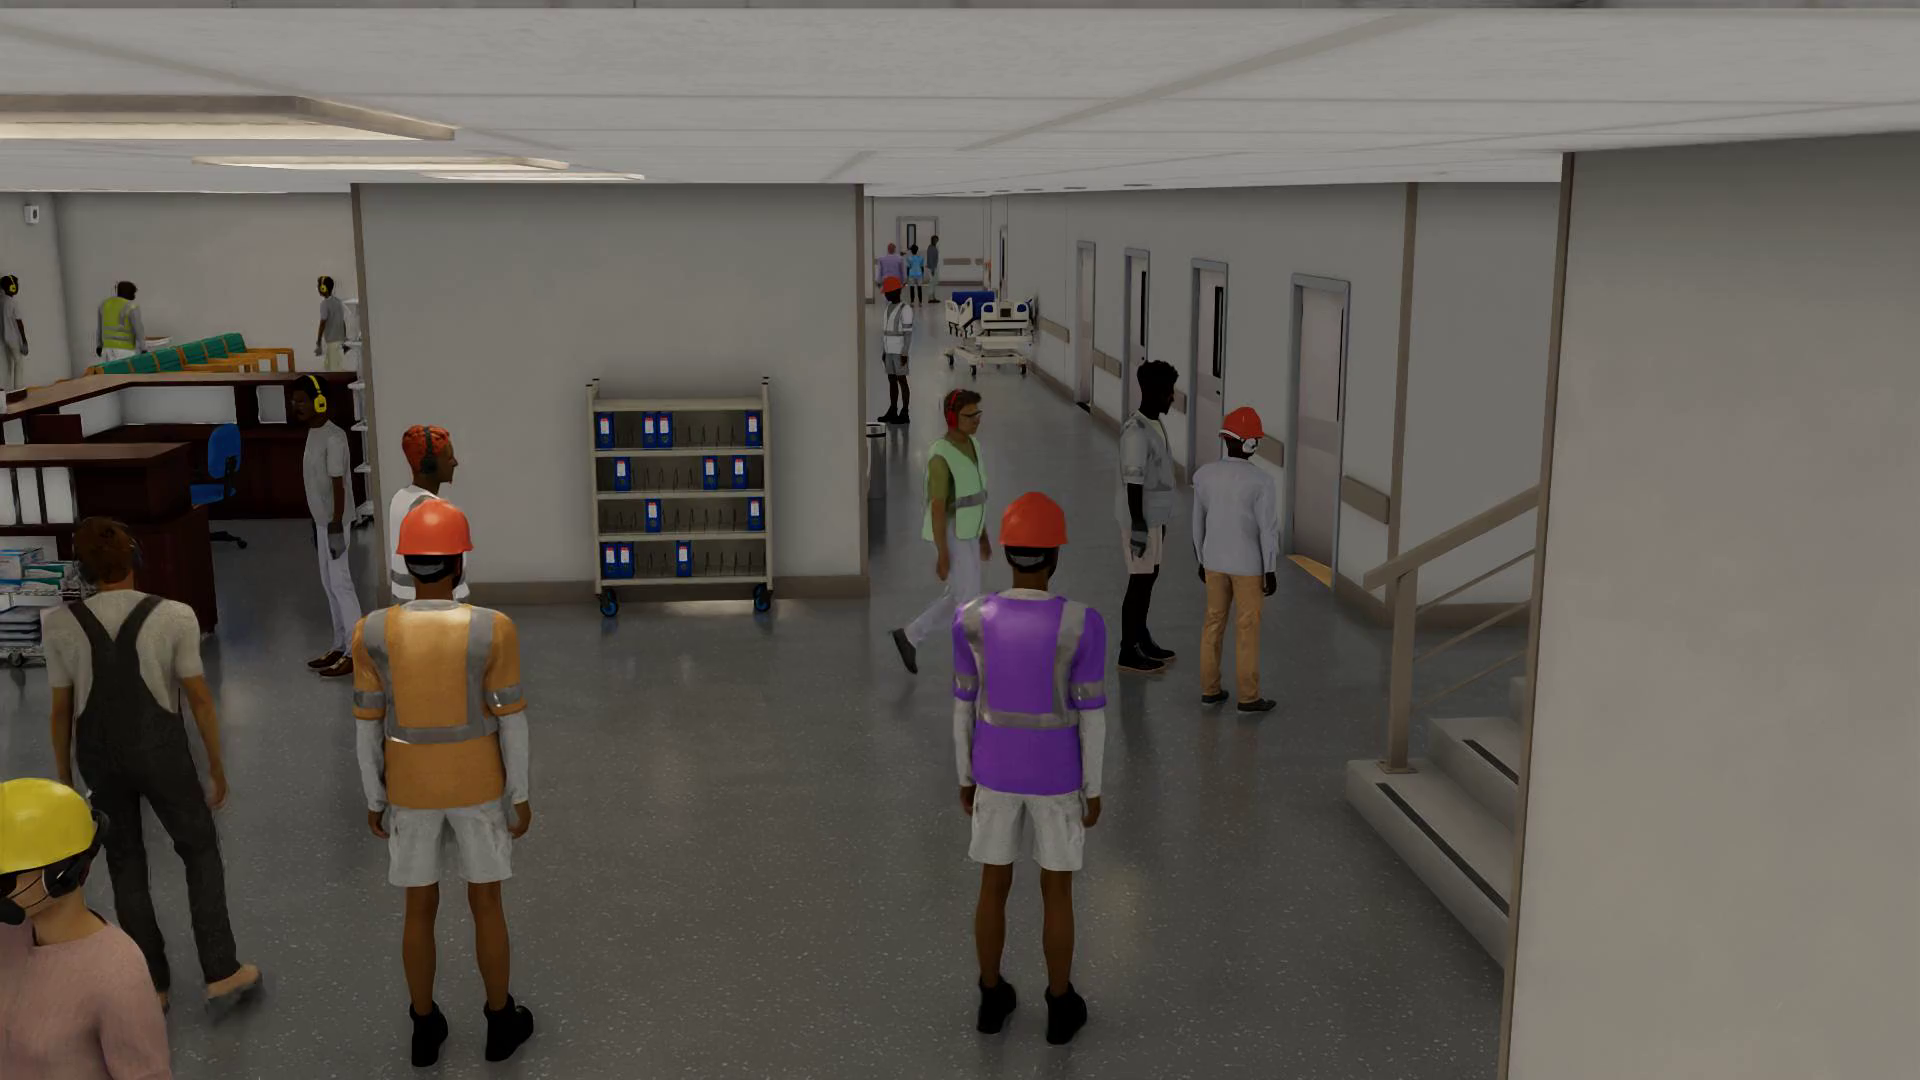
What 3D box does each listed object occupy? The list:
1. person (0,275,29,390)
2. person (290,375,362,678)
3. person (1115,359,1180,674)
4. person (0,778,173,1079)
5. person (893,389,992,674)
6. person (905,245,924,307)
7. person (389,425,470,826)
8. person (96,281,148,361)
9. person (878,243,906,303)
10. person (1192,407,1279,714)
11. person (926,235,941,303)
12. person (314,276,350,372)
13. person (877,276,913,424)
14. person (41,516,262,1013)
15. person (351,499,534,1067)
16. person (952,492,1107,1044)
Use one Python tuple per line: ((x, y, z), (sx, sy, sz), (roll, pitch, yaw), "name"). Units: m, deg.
((-13.383, -2.798, 23.490), (0.521, 1.862, 0.328), (5, 12, 21), "person")
((-3.895, -0.089, 10.248), (0.325, 1.862, 0.508), (-8, 14, -35), "person")
((1.155, -0.144, 10.289), (0.386, 1.952, 0.614), (4, 12, 17), "person")
((-1.846, 1.341, 3.483), (0.535, 1.767, 0.316), (8, 14, 33), "person")
((-0.053, 0.004, 9.870), (0.733, 1.825, 0.582), (4, 12, 18), "person")
((-1.244, -7.218, 45.505), (0.574, 1.695, 0.316), (-6, 13, -25), "person")
((-2.470, 0.400, 7.793), (0.349, 1.882, 0.577), (-8, 14, -33), "person")
((-11.578, -2.662, 22.974), (0.656, 1.800, 0.507), (4, 12, 18), "person")
((-1.689, -6.421, 41.211), (0.666, 1.860, 1.008), (2, 12, 10), "person")
((1.587, 0.114, 9.505), (0.563, 1.753, 0.327), (11, 16, 43), "person")
((-0.757, -7.684, 47.200), (0.386, 1.928, 0.641), (1, 12, 5), "person")
((-8.942, -2.788, 23.452), (0.672, 1.847, 0.563), (1, 12, 4), "person")
((-0.857, -2.479, 21.755), (0.374, 1.928, 0.542), (-9, 14, -36), "person")
((-2.934, 0.816, 5.957), (0.585, 1.813, 0.471), (-4, 12, -17), "person")
((-1.724, 0.820, 5.609), (0.553, 1.934, 0.364), (-1, 12, -5), "person")
((0.246, 0.793, 5.773), (0.539, 1.931, 0.381), (3, 12, 16), "person")
